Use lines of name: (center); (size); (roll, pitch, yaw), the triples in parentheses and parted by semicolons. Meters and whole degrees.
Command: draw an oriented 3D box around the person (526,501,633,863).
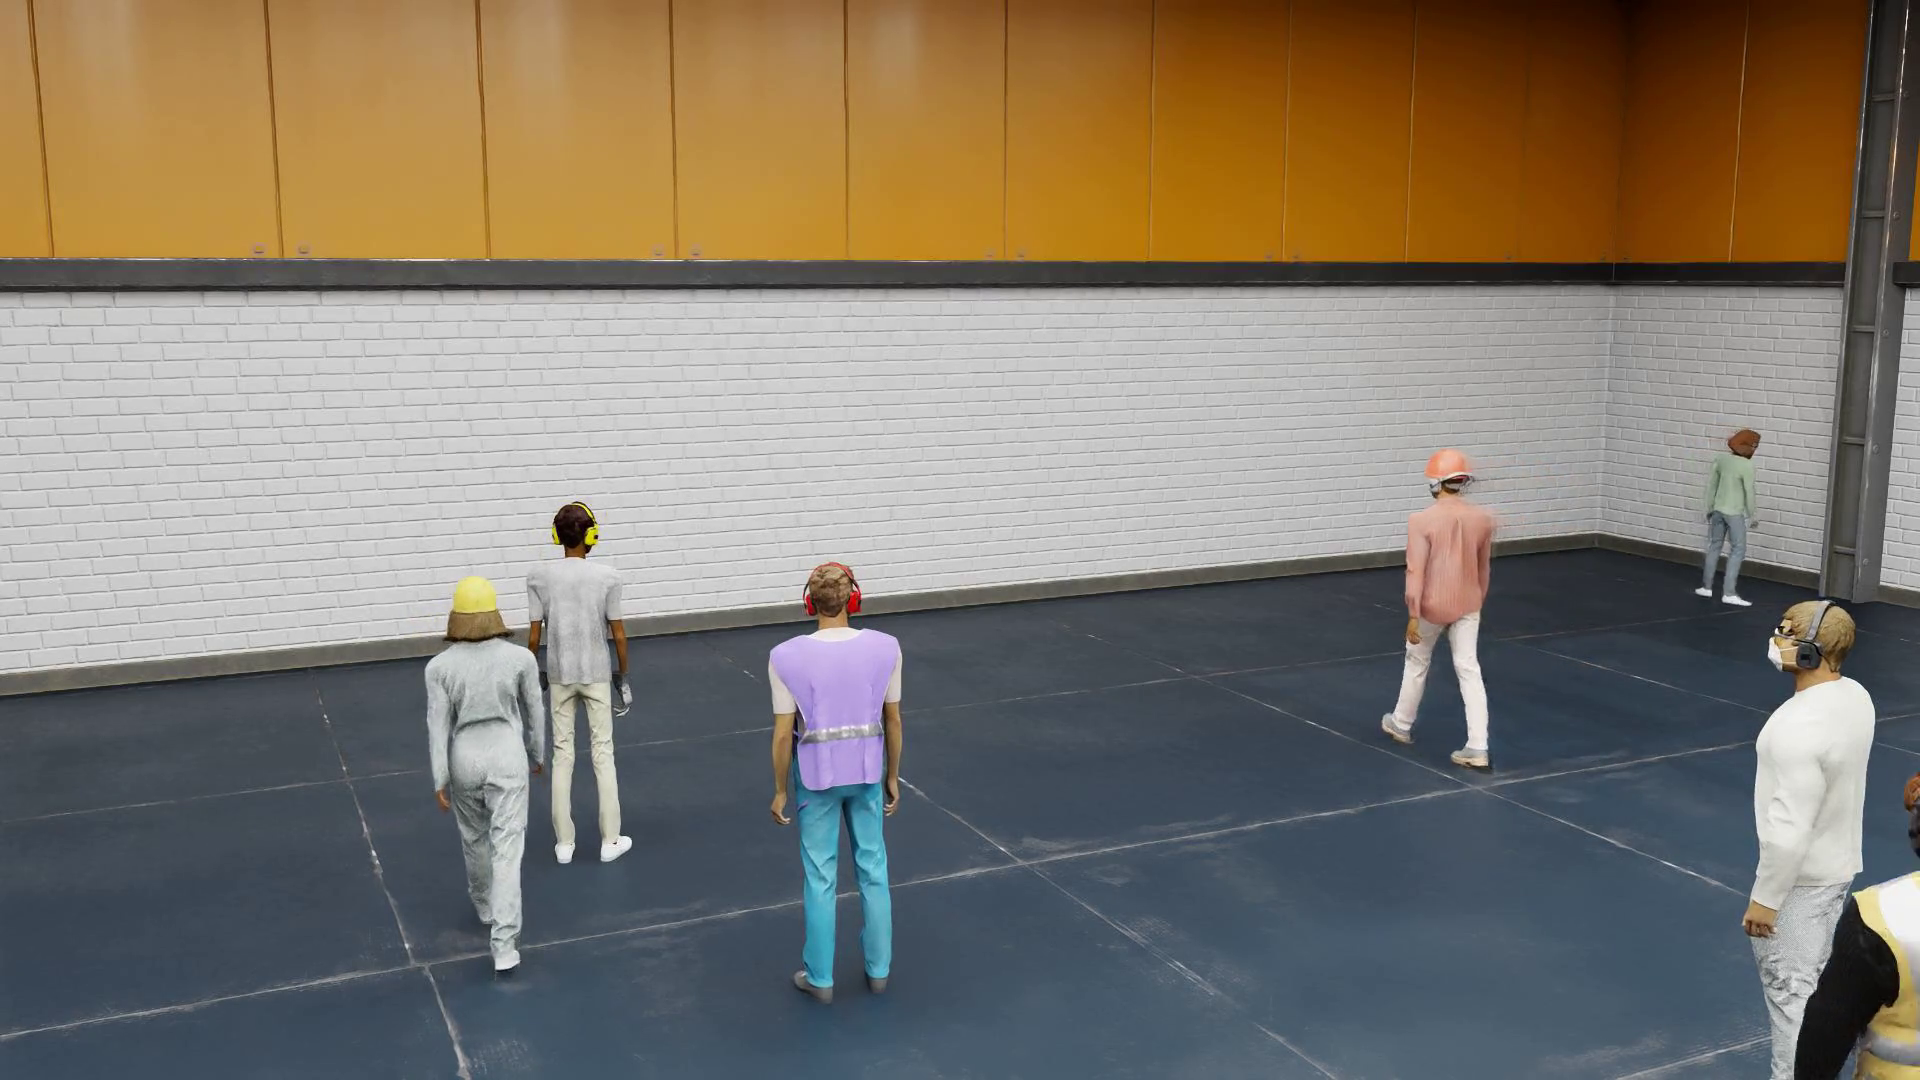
person: (-1.957, 0.734, 8.559); (0.532, 1.864, 0.312); (0, 9, -3)

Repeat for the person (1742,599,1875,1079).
person: (2.884, 1.154, 5.728); (0.372, 1.940, 0.632); (9, 12, 43)

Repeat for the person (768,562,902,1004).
person: (-0.508, 1.012, 6.906); (0.564, 1.841, 0.395); (-3, 10, -19)

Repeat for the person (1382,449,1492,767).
person: (3.028, 0.403, 10.386); (0.638, 1.940, 1.057); (-2, 9, -15)

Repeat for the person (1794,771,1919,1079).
person: (2.461, 1.450, 4.284); (0.644, 1.805, 0.839); (-1, 9, -6)

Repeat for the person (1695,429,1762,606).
person: (7.123, -0.232, 15.387); (0.329, 1.607, 0.660); (-2, 9, -10)

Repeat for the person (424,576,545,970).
person: (-2.111, 1.004, 7.430); (0.495, 1.688, 0.935); (-2, 9, -13)
